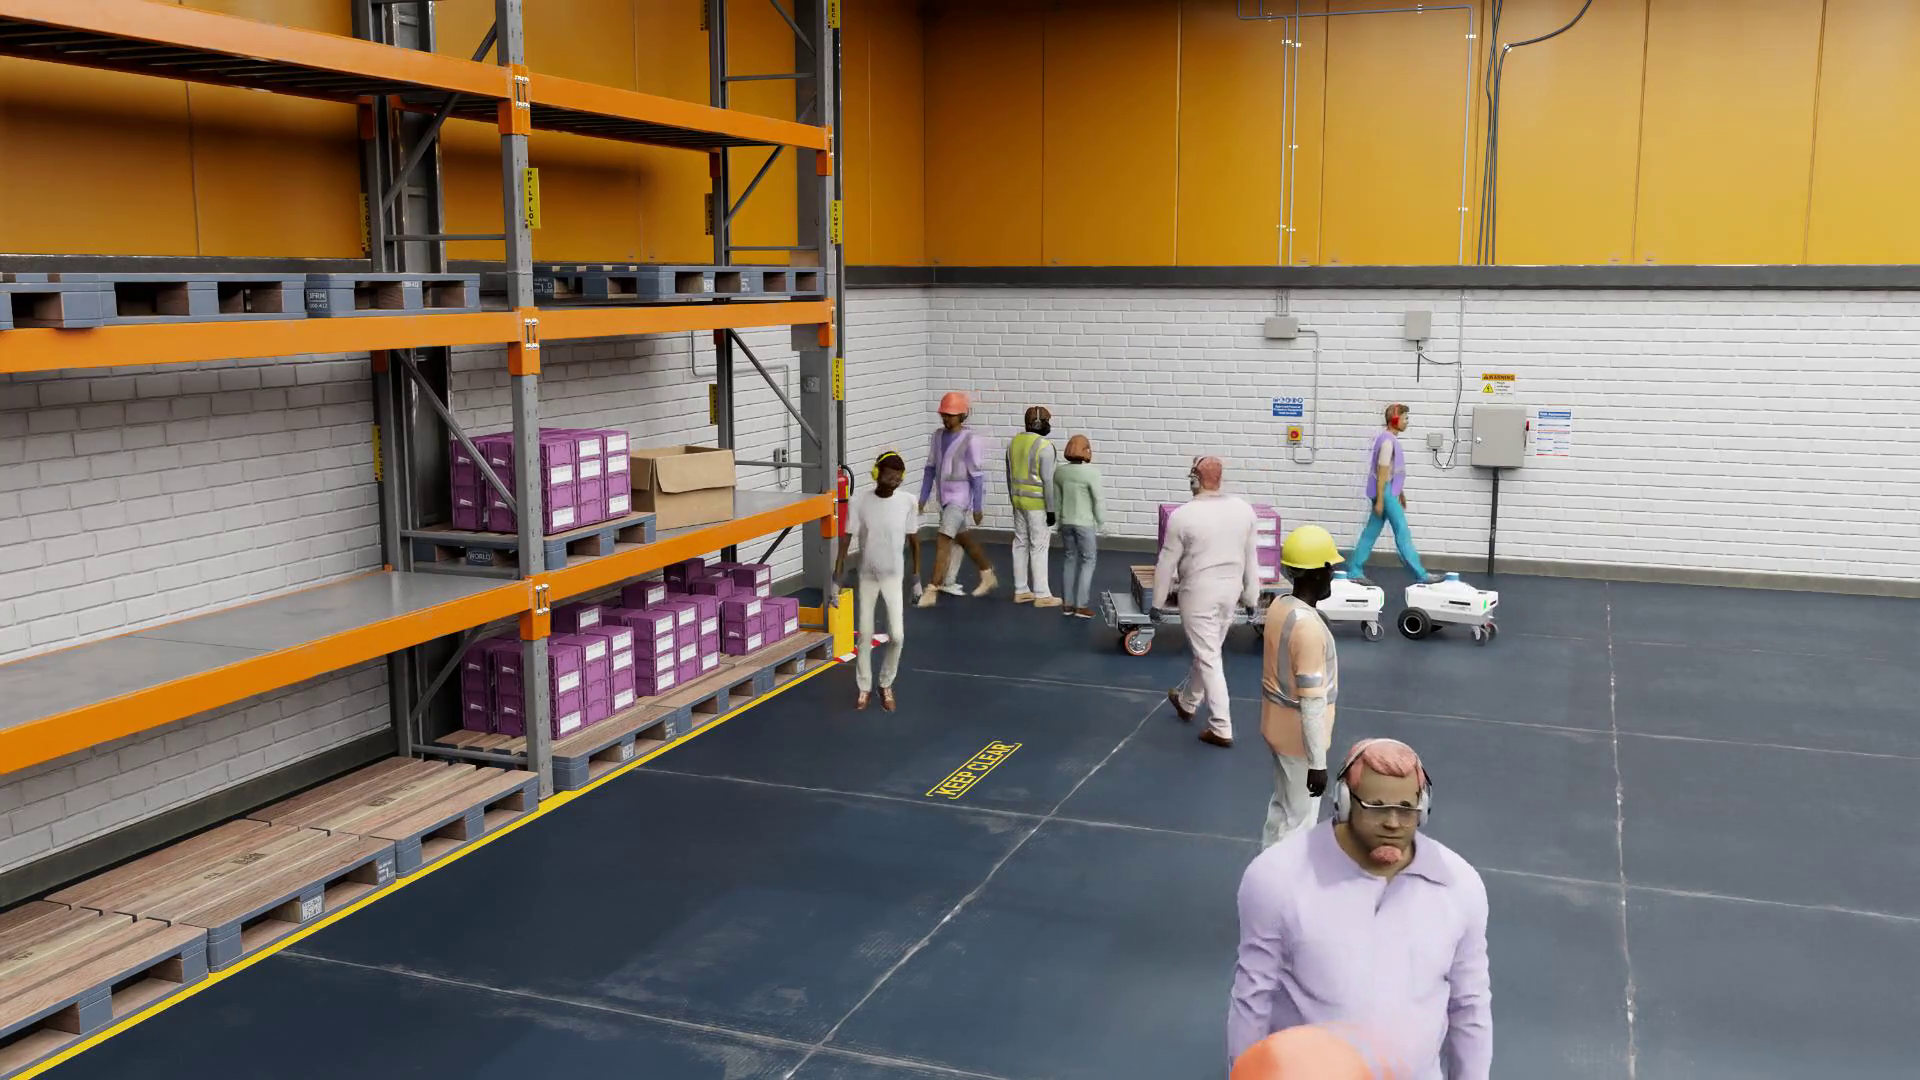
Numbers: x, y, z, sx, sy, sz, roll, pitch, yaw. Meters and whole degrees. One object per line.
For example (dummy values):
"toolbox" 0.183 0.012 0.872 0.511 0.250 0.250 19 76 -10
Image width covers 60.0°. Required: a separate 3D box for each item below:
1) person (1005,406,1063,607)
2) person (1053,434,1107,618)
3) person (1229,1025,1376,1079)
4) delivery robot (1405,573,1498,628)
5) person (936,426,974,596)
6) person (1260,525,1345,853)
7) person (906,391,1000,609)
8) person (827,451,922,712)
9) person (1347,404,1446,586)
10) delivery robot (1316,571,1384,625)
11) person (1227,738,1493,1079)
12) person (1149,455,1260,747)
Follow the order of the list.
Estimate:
"person" 0.687 -0.309 15.296 0.430 1.841 0.624 -6 11 -34
"person" 1.045 -0.122 14.762 0.526 1.626 0.331 8 12 41
"person" 0.592 1.664 2.756 0.992 1.895 0.563 -8 12 -42
"delivery robot" 4.091 0.515 13.840 0.707 0.478 0.477 6 11 34
"person" -0.058 -0.277 15.768 0.396 1.612 0.518 1 9 9
"person" 1.538 0.889 7.479 0.357 1.929 0.594 -1 9 -4
"person" -0.023 -0.393 15.362 1.079 1.994 0.618 -6 11 -34
"person" -0.596 0.289 11.557 0.669 1.832 0.498 0 9 -2
"person" 4.218 -0.412 16.061 0.970 1.789 0.594 2 9 13
"delivery robot" 3.174 0.504 13.911 0.707 0.478 0.477 1 9 6
"person" 1.022 1.423 4.231 0.680 1.891 0.423 -1 9 -3
"person" 1.553 0.369 10.943 0.681 1.856 0.967 -5 10 -26
